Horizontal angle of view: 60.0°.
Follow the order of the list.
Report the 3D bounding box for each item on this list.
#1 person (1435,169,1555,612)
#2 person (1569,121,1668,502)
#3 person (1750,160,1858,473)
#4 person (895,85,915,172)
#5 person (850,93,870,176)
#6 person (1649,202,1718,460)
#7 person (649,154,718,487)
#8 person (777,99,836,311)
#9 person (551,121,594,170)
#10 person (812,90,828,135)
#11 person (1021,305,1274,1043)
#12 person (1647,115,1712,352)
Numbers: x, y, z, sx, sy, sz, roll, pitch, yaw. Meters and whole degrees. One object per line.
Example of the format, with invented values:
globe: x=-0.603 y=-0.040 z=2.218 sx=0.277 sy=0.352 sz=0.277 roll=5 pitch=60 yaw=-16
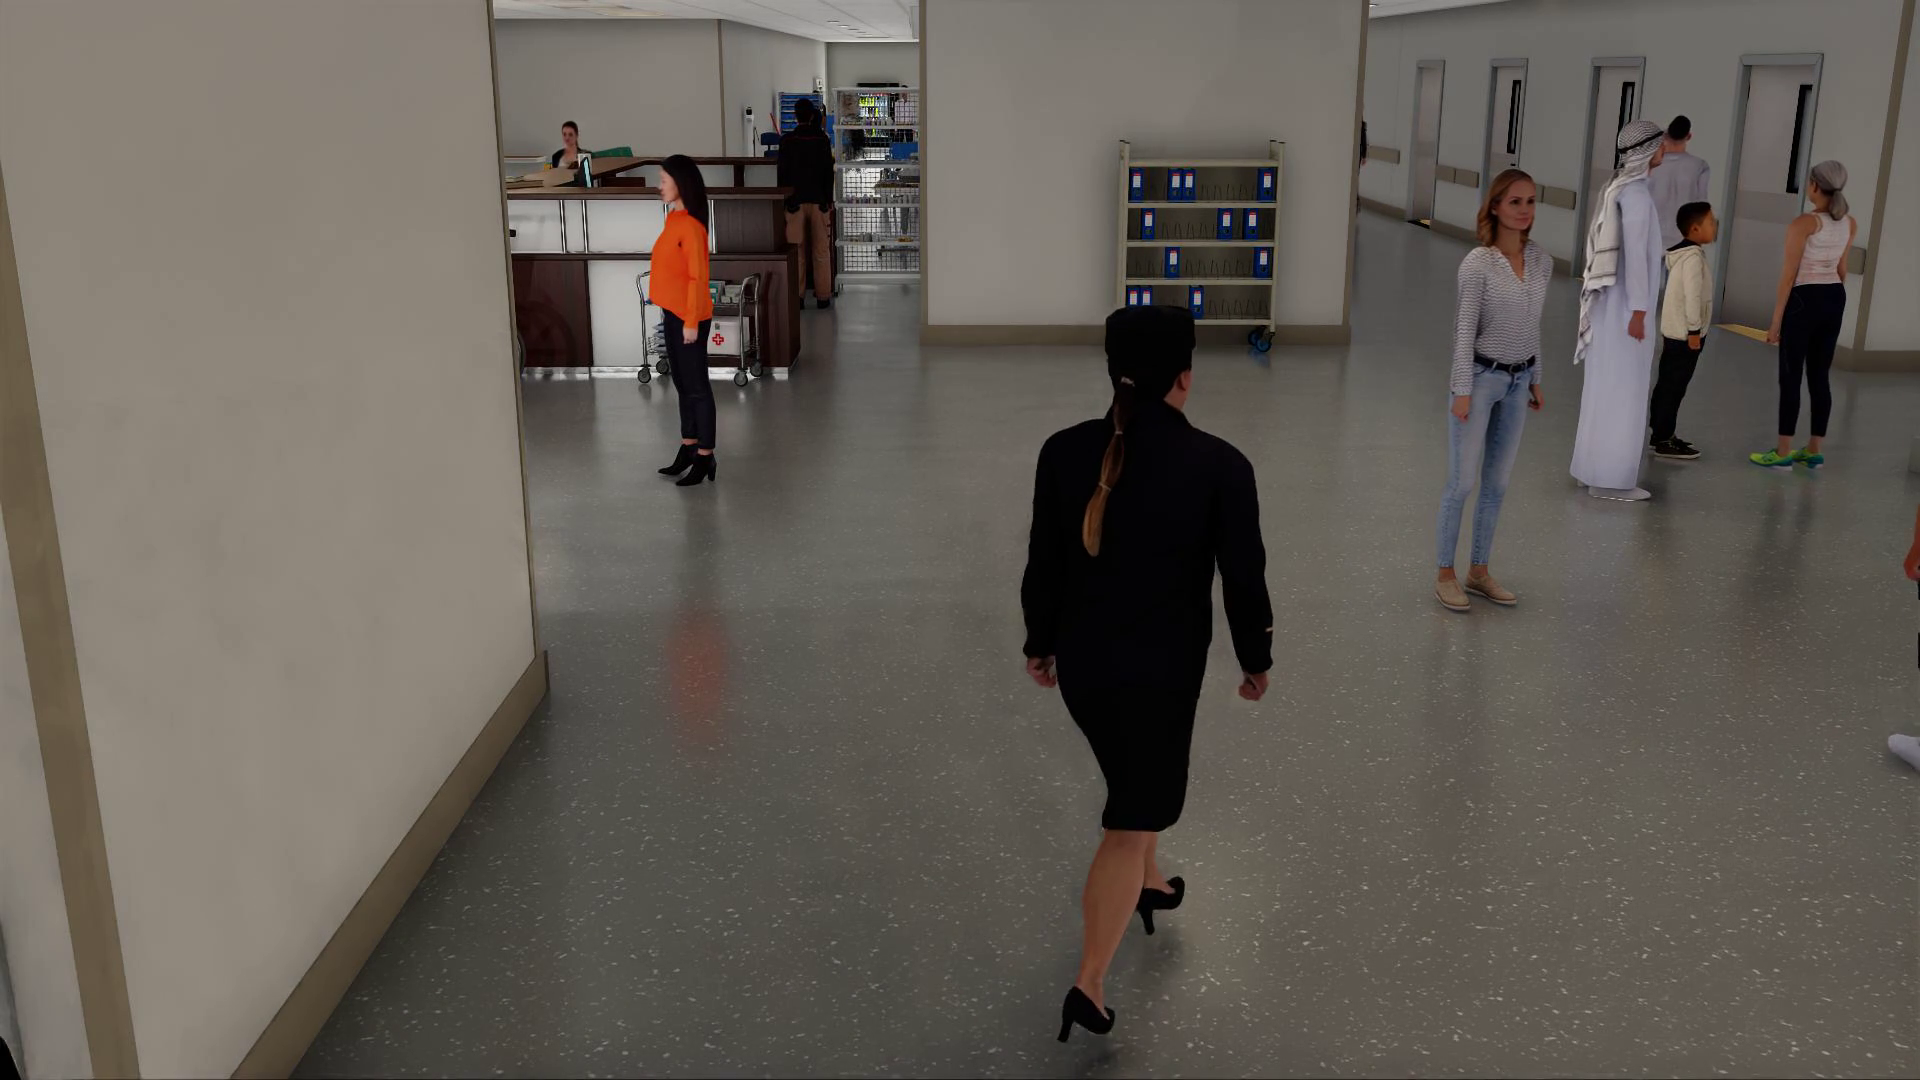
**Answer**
person: x=2.182 y=-0.608 z=6.814 sx=0.559 sy=1.795 sz=0.710 roll=-6 pitch=17 yaw=-20
person: x=3.444 y=-1.195 z=8.654 sx=0.664 sy=1.926 sz=0.707 roll=2 pitch=16 yaw=6
person: x=4.733 y=-1.239 z=9.225 sx=0.573 sy=1.702 sz=0.718 roll=-5 pitch=16 yaw=-17
person: x=-1.236 y=-9.281 z=37.444 sx=0.493 sy=1.868 sz=0.672 roll=0 pitch=16 yaw=-2
person: x=-2.222 y=-8.754 z=35.813 sx=0.706 sy=1.738 sz=0.771 roll=5 pitch=17 yaw=18
person: x=4.161 y=-1.214 z=9.591 sx=0.598 sy=1.455 sz=0.629 roll=4 pitch=16 yaw=14
person: x=-1.466 y=-1.183 z=8.939 sx=0.693 sy=1.749 sz=0.699 roll=-7 pitch=17 yaw=-24
person: x=-1.440 y=-3.137 z=15.544 sx=0.634 sy=1.925 sz=0.818 roll=-4 pitch=16 yaw=-14
person: x=-3.953 y=-3.459 z=17.194 sx=0.999 sy=1.649 sz=0.756 roll=2 pitch=16 yaw=8
person: x=-3.176 y=-9.083 z=36.946 sx=0.647 sy=1.757 sz=0.770 roll=9 pitch=18 yaw=28
person: x=0.365 y=0.345 z=3.747 sx=1.152 sy=1.626 sz=1.096 roll=8 pitch=18 yaw=27
person: x=5.564 y=-2.394 z=13.075 sx=0.676 sy=1.835 sz=0.816 roll=8 pitch=17 yaw=25
